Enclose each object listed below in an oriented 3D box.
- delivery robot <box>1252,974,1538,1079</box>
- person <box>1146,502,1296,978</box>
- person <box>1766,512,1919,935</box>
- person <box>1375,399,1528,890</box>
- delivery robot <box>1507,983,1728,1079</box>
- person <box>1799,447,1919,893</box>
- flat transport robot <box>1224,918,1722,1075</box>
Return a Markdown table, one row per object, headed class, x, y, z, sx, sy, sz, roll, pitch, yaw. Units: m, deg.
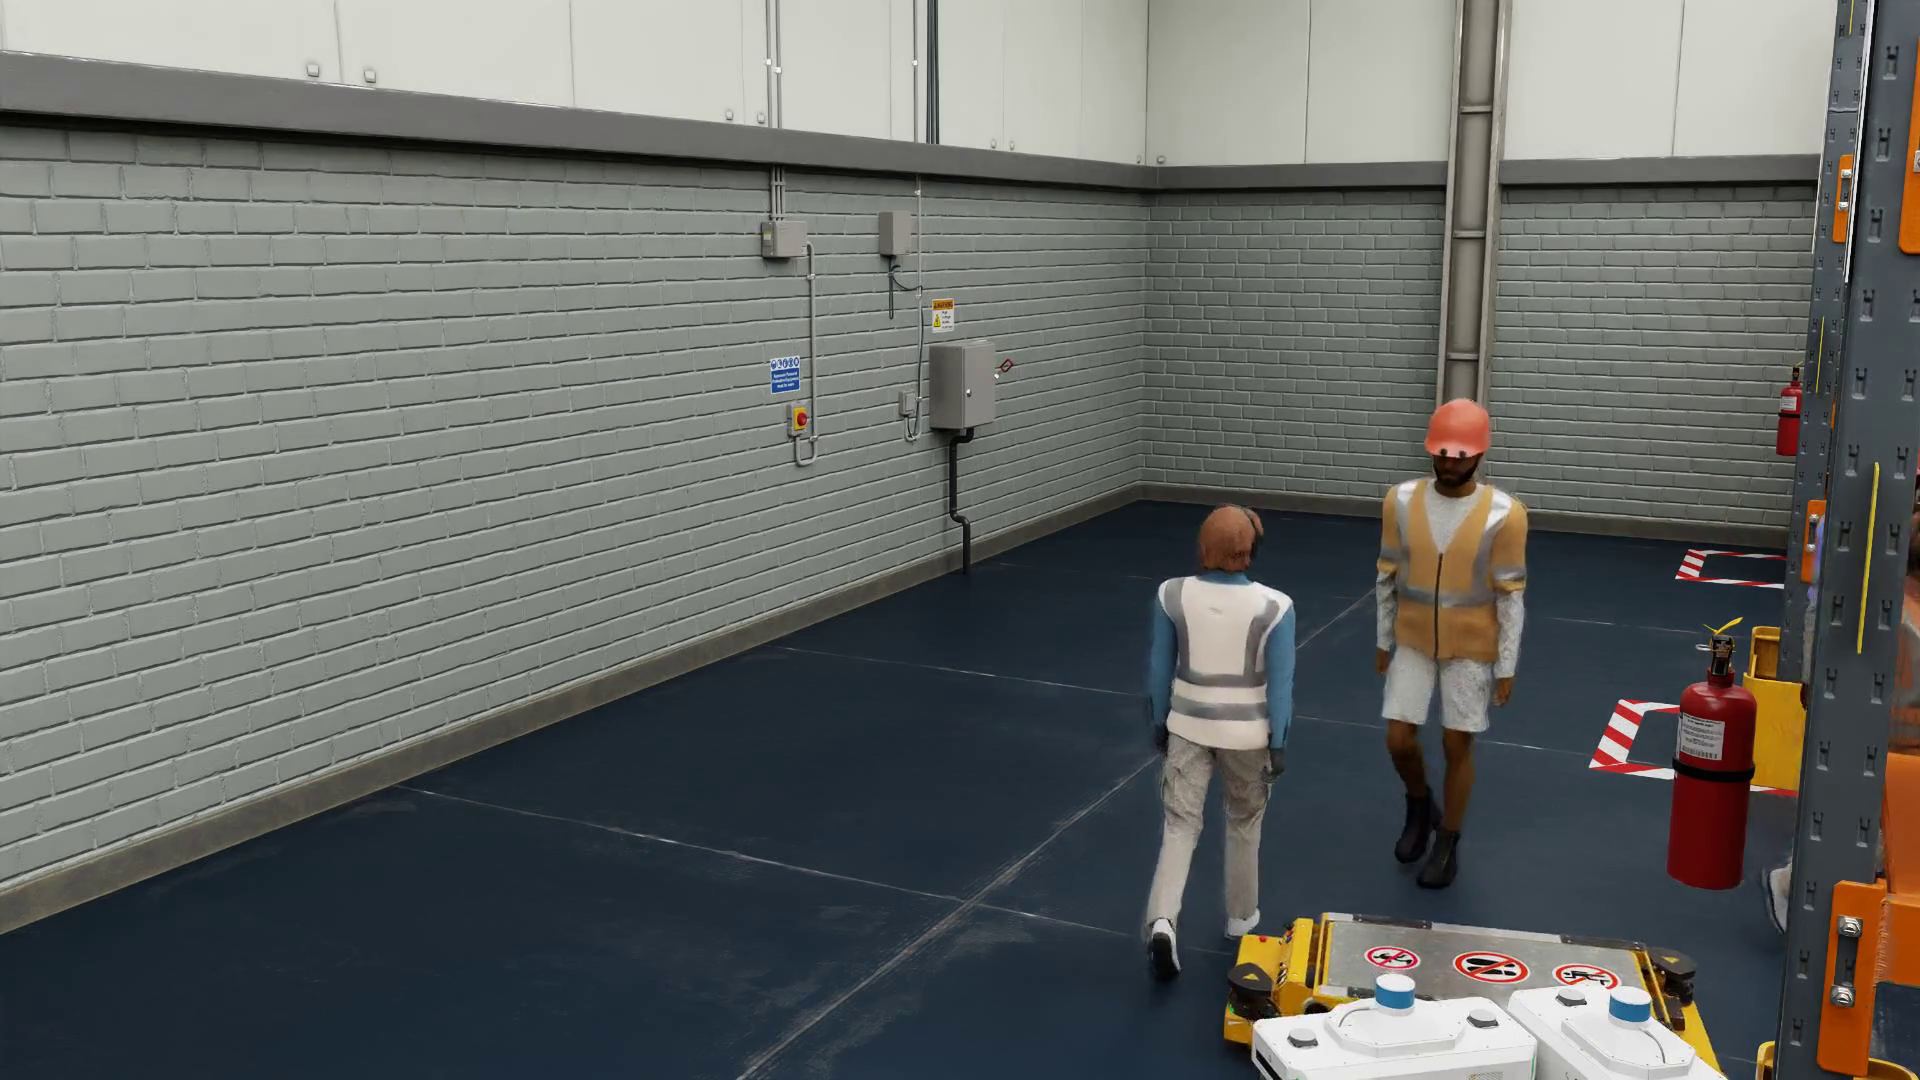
| class | x | y | z | sx | sy | sz | roll | pitch | yaw |
| --- | --- | --- | --- | --- | --- | --- | --- | --- | --- |
| delivery robot | 1.145 | 1.398 | 4.419 | 0.707 | 0.478 | 0.477 | -2 | 11 | -12 |
| person | 0.875 | 0.679 | 5.721 | 0.521 | 1.612 | 0.751 | 4 | 11 | 22 |
| person | 3.143 | 0.691 | 5.632 | 0.526 | 1.622 | 0.628 | -6 | 12 | -30 |
| person | 1.842 | 0.412 | 6.325 | 0.574 | 1.914 | 0.491 | 6 | 12 | 29 |
| delivery robot | 1.736 | 1.412 | 4.344 | 0.477 | 0.478 | 0.707 | -2 | 11 | -12 |
| person | 3.359 | 0.490 | 6.066 | 0.837 | 1.882 | 0.570 | -9 | 13 | -39 |
| flat transport robot | 1.588 | 1.434 | 5.256 | 1.431 | 0.197 | 0.652 | 3 | 11 | 15 |
